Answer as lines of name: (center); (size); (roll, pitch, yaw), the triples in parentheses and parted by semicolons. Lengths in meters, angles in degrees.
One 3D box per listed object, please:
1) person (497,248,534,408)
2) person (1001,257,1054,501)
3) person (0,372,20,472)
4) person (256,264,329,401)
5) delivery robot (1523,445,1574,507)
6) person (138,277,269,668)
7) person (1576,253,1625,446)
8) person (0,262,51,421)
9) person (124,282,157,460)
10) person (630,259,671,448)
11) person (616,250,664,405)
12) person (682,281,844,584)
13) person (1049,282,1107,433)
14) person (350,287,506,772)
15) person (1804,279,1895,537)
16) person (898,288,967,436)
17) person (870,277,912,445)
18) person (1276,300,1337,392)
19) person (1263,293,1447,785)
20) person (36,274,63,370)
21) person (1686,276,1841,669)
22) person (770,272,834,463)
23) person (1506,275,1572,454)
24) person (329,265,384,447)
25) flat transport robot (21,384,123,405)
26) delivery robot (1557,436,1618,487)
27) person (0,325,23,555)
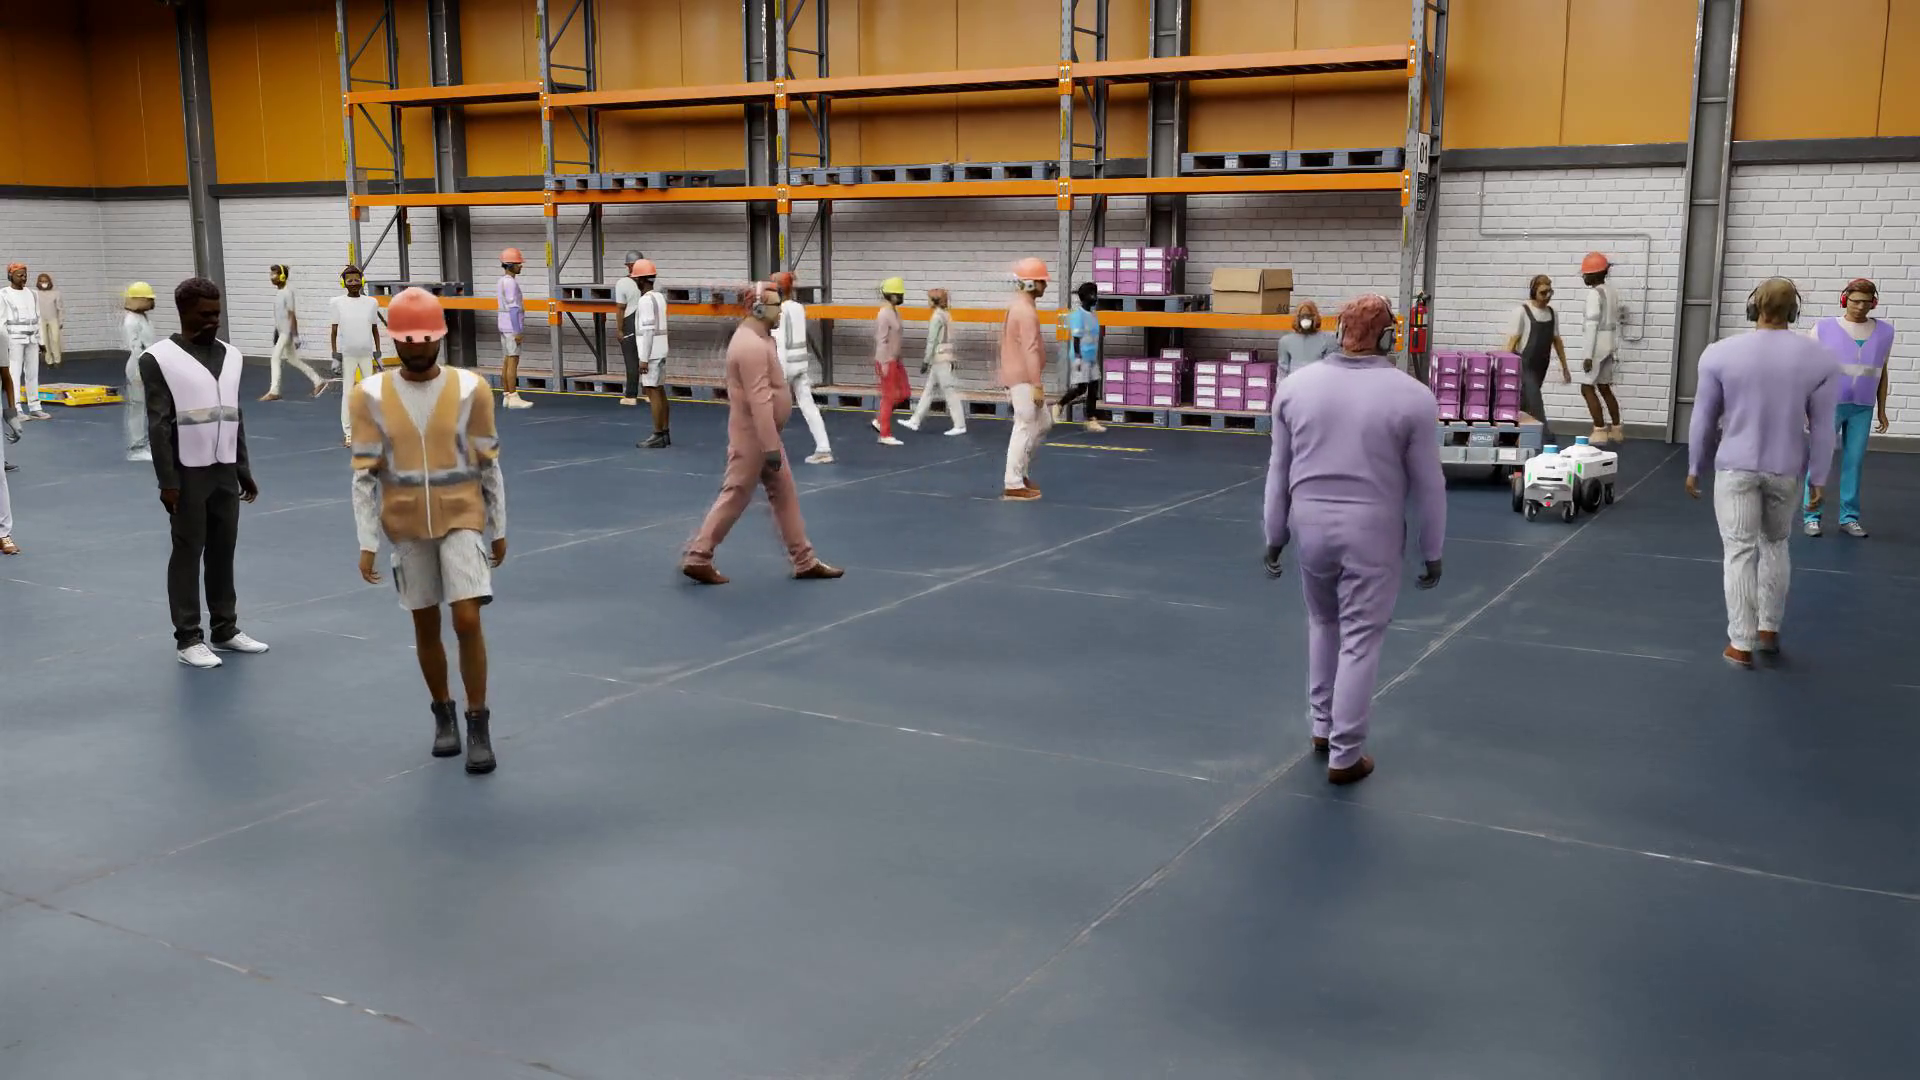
person: (-5.724, -2.710, 21.329); (0.379, 2.045, 0.605); (-5, 11, -26)
person: (0.549, -1.294, 13.500); (0.467, 1.972, 0.647); (-1, 10, -4)
person: (-8.821, -1.492, 15.034); (0.403, 1.833, 0.591); (-1, 10, -4)
person: (-9.049, -2.800, 22.438); (0.917, 1.842, 0.524); (-7, 12, -33)
delivery robot: (4.477, -0.479, 12.647); (0.477, 0.478, 0.707); (3, 11, 18)
person: (-3.768, -0.340, 8.278); (0.393, 1.916, 0.591); (3, 11, 19)
person: (6.671, -1.973, 17.311); (0.531, 2.002, 0.757); (9, 14, 42)
person: (-11.161, -2.354, 19.782); (0.338, 1.882, 0.569); (3, 11, 19)
person: (-7.802, -1.616, 16.031); (0.584, 1.720, 0.499); (-1, 10, -5)
person: (-3.193, -1.907, 17.092); (0.374, 1.934, 0.548); (1, 10, 7)
person: (-4.244, -2.804, 21.874); (0.679, 2.000, 0.535); (-9, 13, -42)
person: (-1.254, -0.640, 10.150); (0.985, 1.865, 0.659); (-1, 10, -3)
person: (1.334, -2.031, 18.496); (0.568, 1.679, 0.540); (6, 12, 33)
person: (-2.087, -0.031, 6.542); (0.562, 1.904, 0.728); (-2, 10, -12)
person: (6.320, -0.936, 11.869); (0.563, 1.837, 0.389); (1, 10, 5)
person: (-0.298, -1.939, 18.175); (0.837, 1.595, 0.527); (2, 10, 11)
person: (-0.705, -1.857, 17.314); (0.379, 1.750, 0.549); (3, 10, 16)
person: (2.947, -1.226, 14.113); (0.529, 1.618, 0.444); (3, 11, 18)
person: (1.579, -0.017, 6.530); (0.686, 1.881, 0.707); (6, 12, 32)
person: (-15.272, -3.633, 27.802); (0.496, 1.600, 0.762); (-4, 11, -22)
person: (3.957, -0.342, 8.292); (0.635, 1.916, 0.693); (2, 10, 12)
person: (-1.644, -1.633, 15.875); (1.009, 1.831, 0.587); (5, 11, 27)
person: (5.500, -1.596, 15.722); (0.652, 1.783, 0.956); (-5, 11, -28)
person: (-6.235, -1.895, 17.208); (0.530, 1.871, 0.323); (-6, 12, -32)
flat transport robot: (-11.800, -1.932, 21.945); (1.431, 0.197, 0.652); (6, 12, 29)
delivery robot: (4.932, -0.581, 13.222); (0.477, 0.478, 0.707); (10, 14, 44)
person: (-6.557, -0.812, 11.078); (0.539, 1.869, 0.313); (-7, 12, -34)
